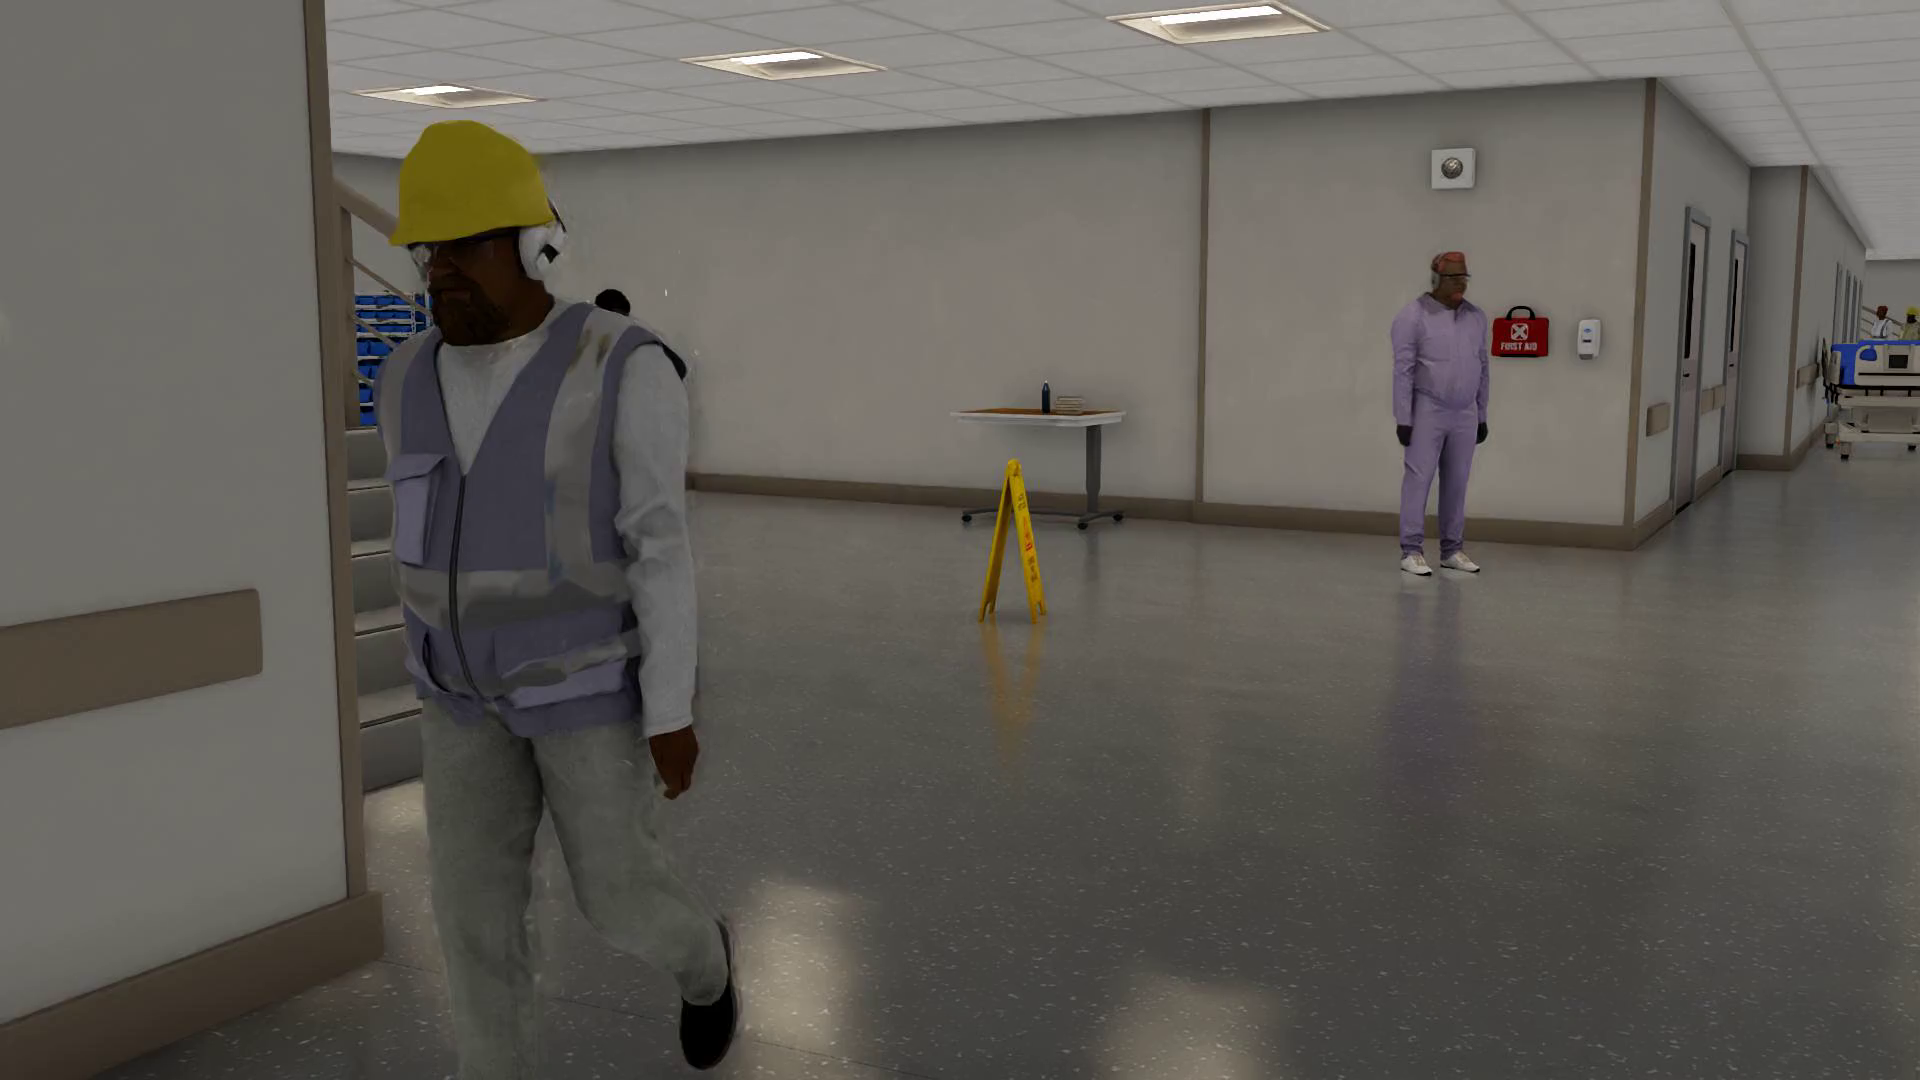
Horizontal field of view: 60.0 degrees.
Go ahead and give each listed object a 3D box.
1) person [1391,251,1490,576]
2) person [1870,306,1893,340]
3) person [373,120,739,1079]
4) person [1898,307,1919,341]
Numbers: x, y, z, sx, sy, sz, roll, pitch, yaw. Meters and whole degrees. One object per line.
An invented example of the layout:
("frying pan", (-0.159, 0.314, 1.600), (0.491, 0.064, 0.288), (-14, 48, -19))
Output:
("person", (2.852, -0.739, 9.798), (0.636, 1.899, 0.401), (-3, 8, -19))
("person", (20.571, -4.297, 37.219), (0.355, 1.885, 0.575), (-2, 8, -13))
("person", (-0.666, 0.218, 2.853), (0.600, 1.798, 0.773), (3, 8, 19))
("person", (20.677, -4.141, 36.218), (0.403, 1.833, 0.598), (-3, 8, -22))
